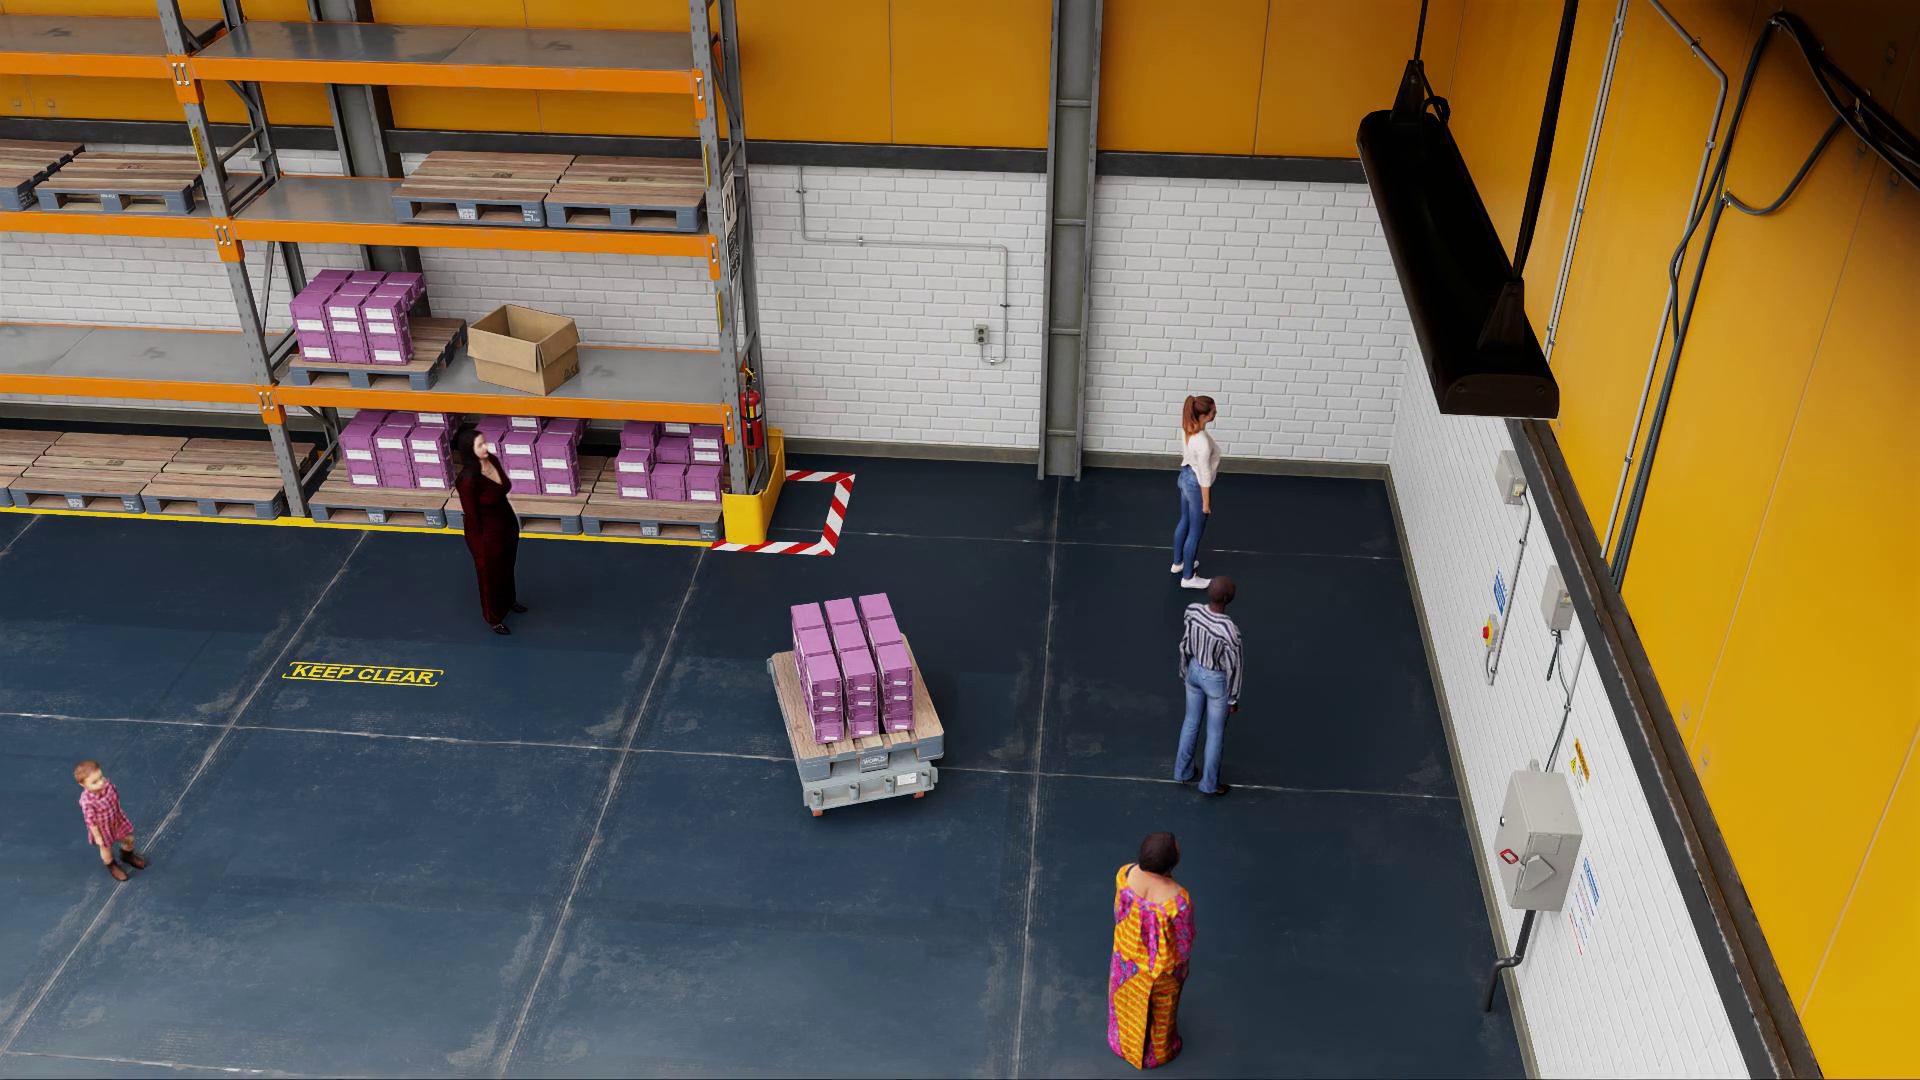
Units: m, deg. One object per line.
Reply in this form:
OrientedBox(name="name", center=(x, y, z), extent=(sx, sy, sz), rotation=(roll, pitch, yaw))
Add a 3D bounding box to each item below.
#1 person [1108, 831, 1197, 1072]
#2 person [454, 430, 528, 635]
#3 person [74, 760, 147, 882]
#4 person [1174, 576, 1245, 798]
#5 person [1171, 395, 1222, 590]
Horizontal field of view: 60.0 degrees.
OrientedBox(name="person", center=(1.094, 2.287, 9.469), extent=(0.764, 1.681, 0.839), rotation=(25, 41, 32))
OrientedBox(name="person", center=(-3.671, -0.082, 12.962), extent=(0.627, 1.759, 0.684), rotation=(7, 34, 10))
OrientedBox(name="person", center=(-5.563, 1.804, 10.805), extent=(0.545, 1.006, 0.488), rotation=(12, 36, 18))
OrientedBox(name="person", center=(1.696, 0.991, 11.315), extent=(0.773, 1.794, 0.700), rotation=(-27, 42, -35))
OrientedBox(name="person", center=(1.903, -0.409, 13.489), extent=(0.634, 1.720, 0.669), rotation=(-7, 34, -11))
